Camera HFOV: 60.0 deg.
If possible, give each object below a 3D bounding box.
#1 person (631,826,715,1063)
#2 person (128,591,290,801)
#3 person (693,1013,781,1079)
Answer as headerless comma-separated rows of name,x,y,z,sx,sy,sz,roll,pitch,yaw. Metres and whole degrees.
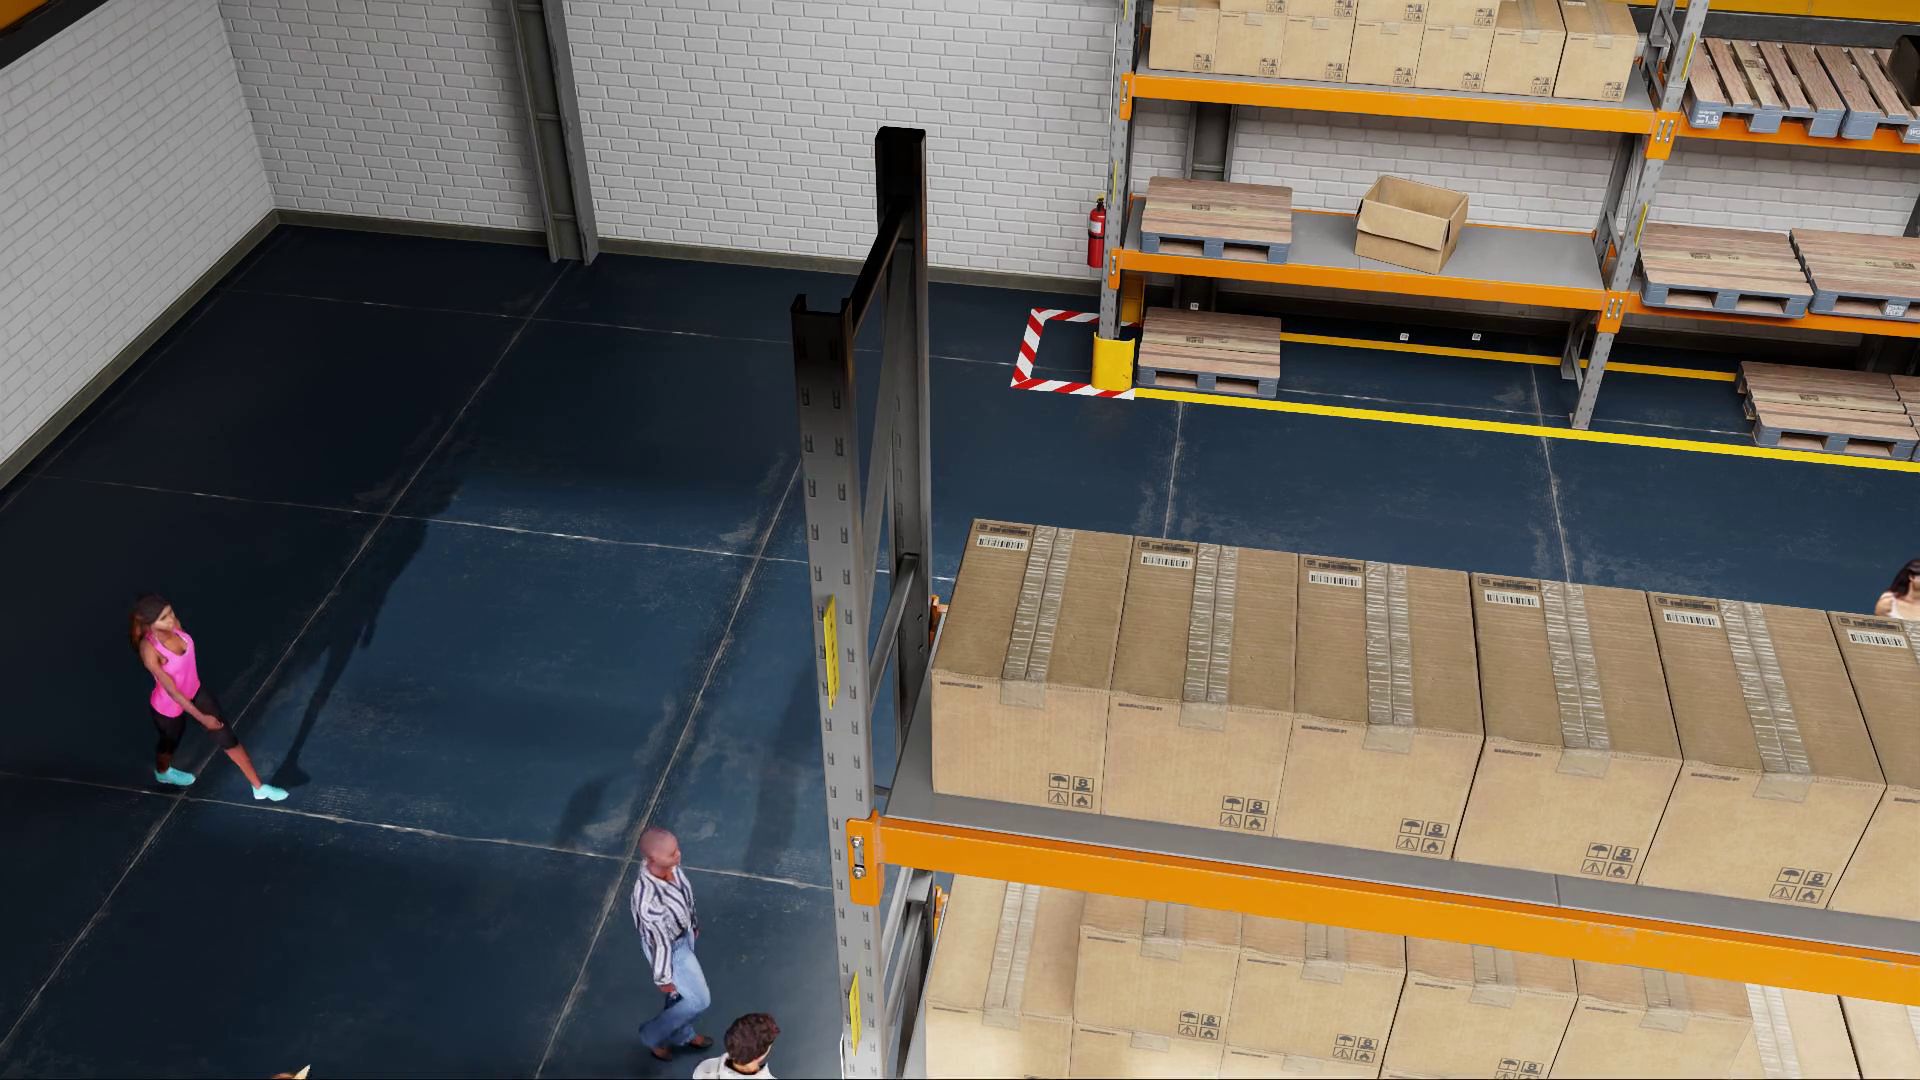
person,-1.594,2.113,8.651,0.718,1.785,0.694,-1,39,-1
person,-4.840,0.992,10.147,1.172,1.670,0.637,10,40,13
person,-0.990,2.923,7.568,1.190,1.871,0.946,15,41,18
